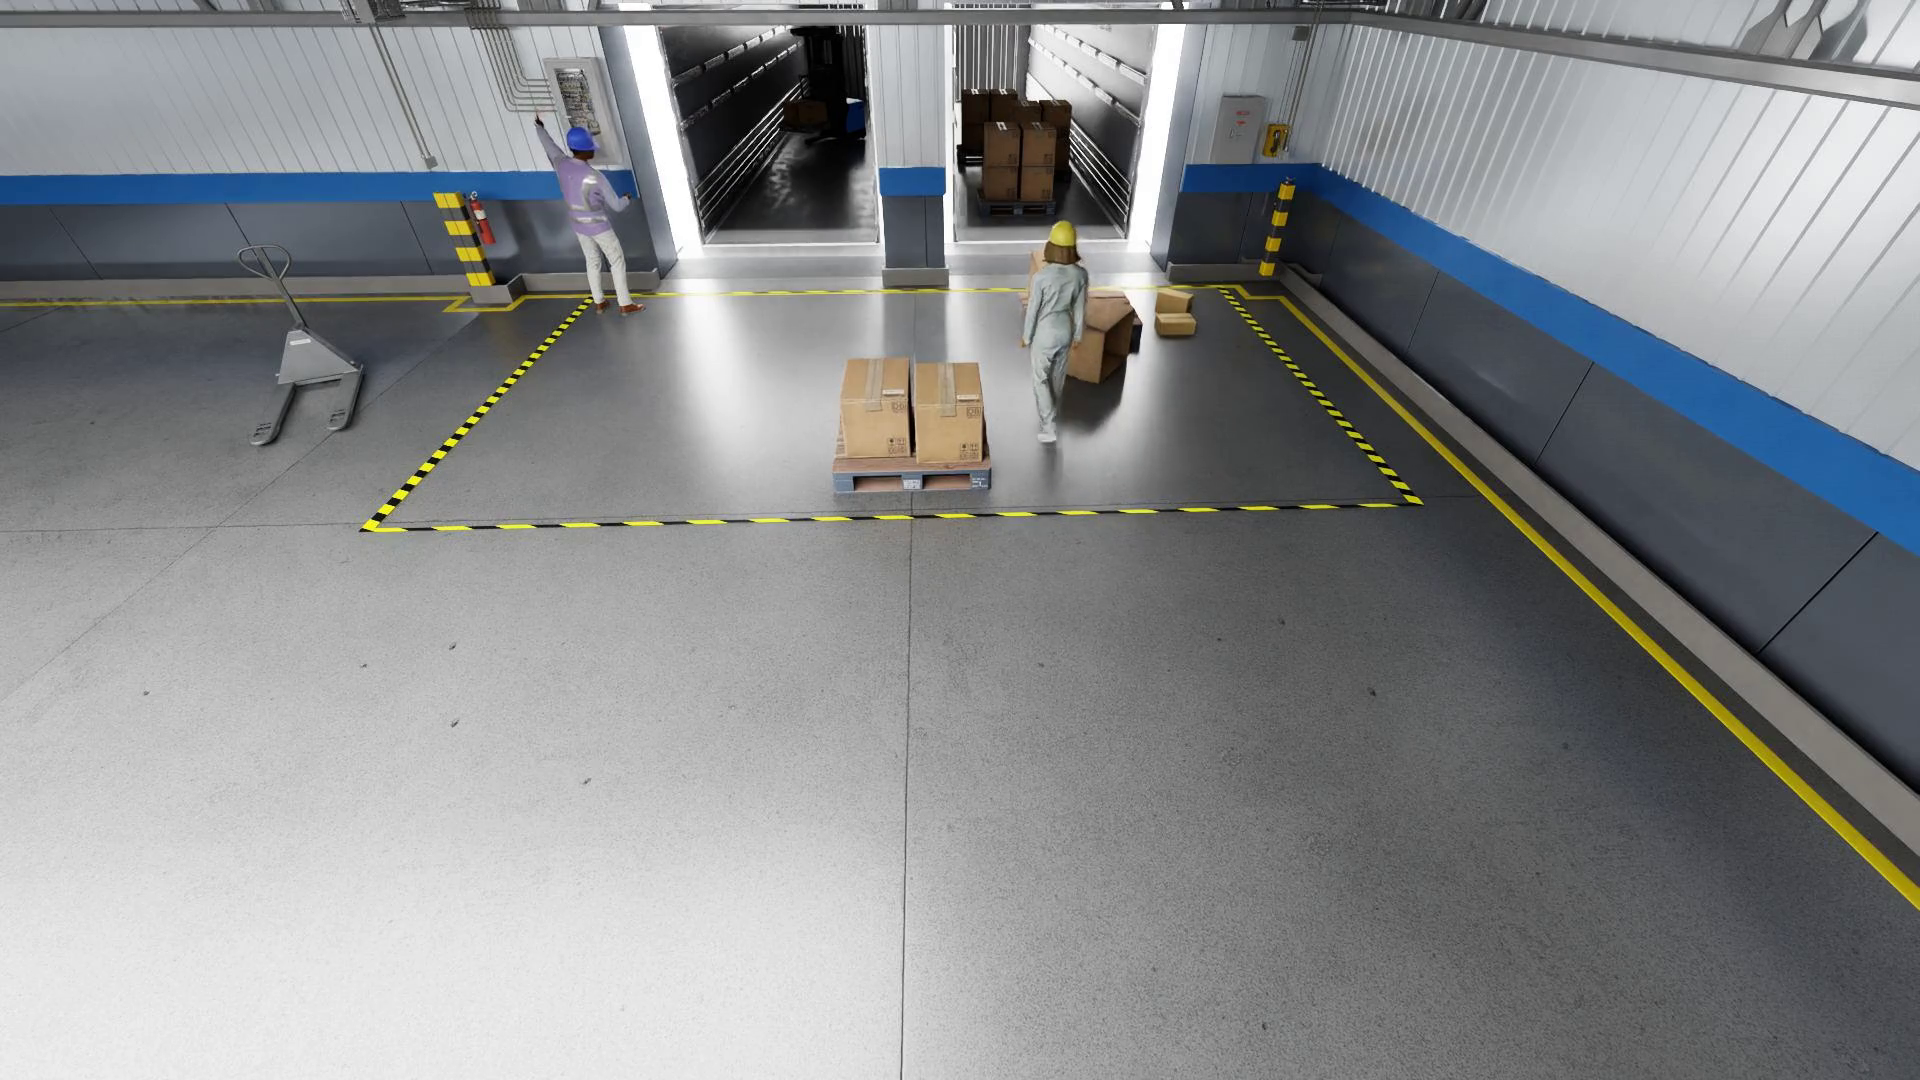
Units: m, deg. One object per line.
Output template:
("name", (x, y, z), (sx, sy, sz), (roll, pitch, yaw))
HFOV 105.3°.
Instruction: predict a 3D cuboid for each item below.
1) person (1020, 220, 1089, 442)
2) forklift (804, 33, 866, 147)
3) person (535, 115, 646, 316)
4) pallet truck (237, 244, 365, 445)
("person", (0.744, -1.617, 5.832), (0.485, 1.735, 0.609), (-14, 41, -17))
("forklift", (-2.628, -9.748, 15.821), (0.716, 2.013, 0.776), (19, 42, 23))
("person", (-4.099, -3.523, 8.085), (1.112, 1.909, 0.684), (12, 40, 14))
("pallet truck", (-5.915, -1.733, 6.366), (0.680, 1.201, 1.601), (-18, 42, -21))
